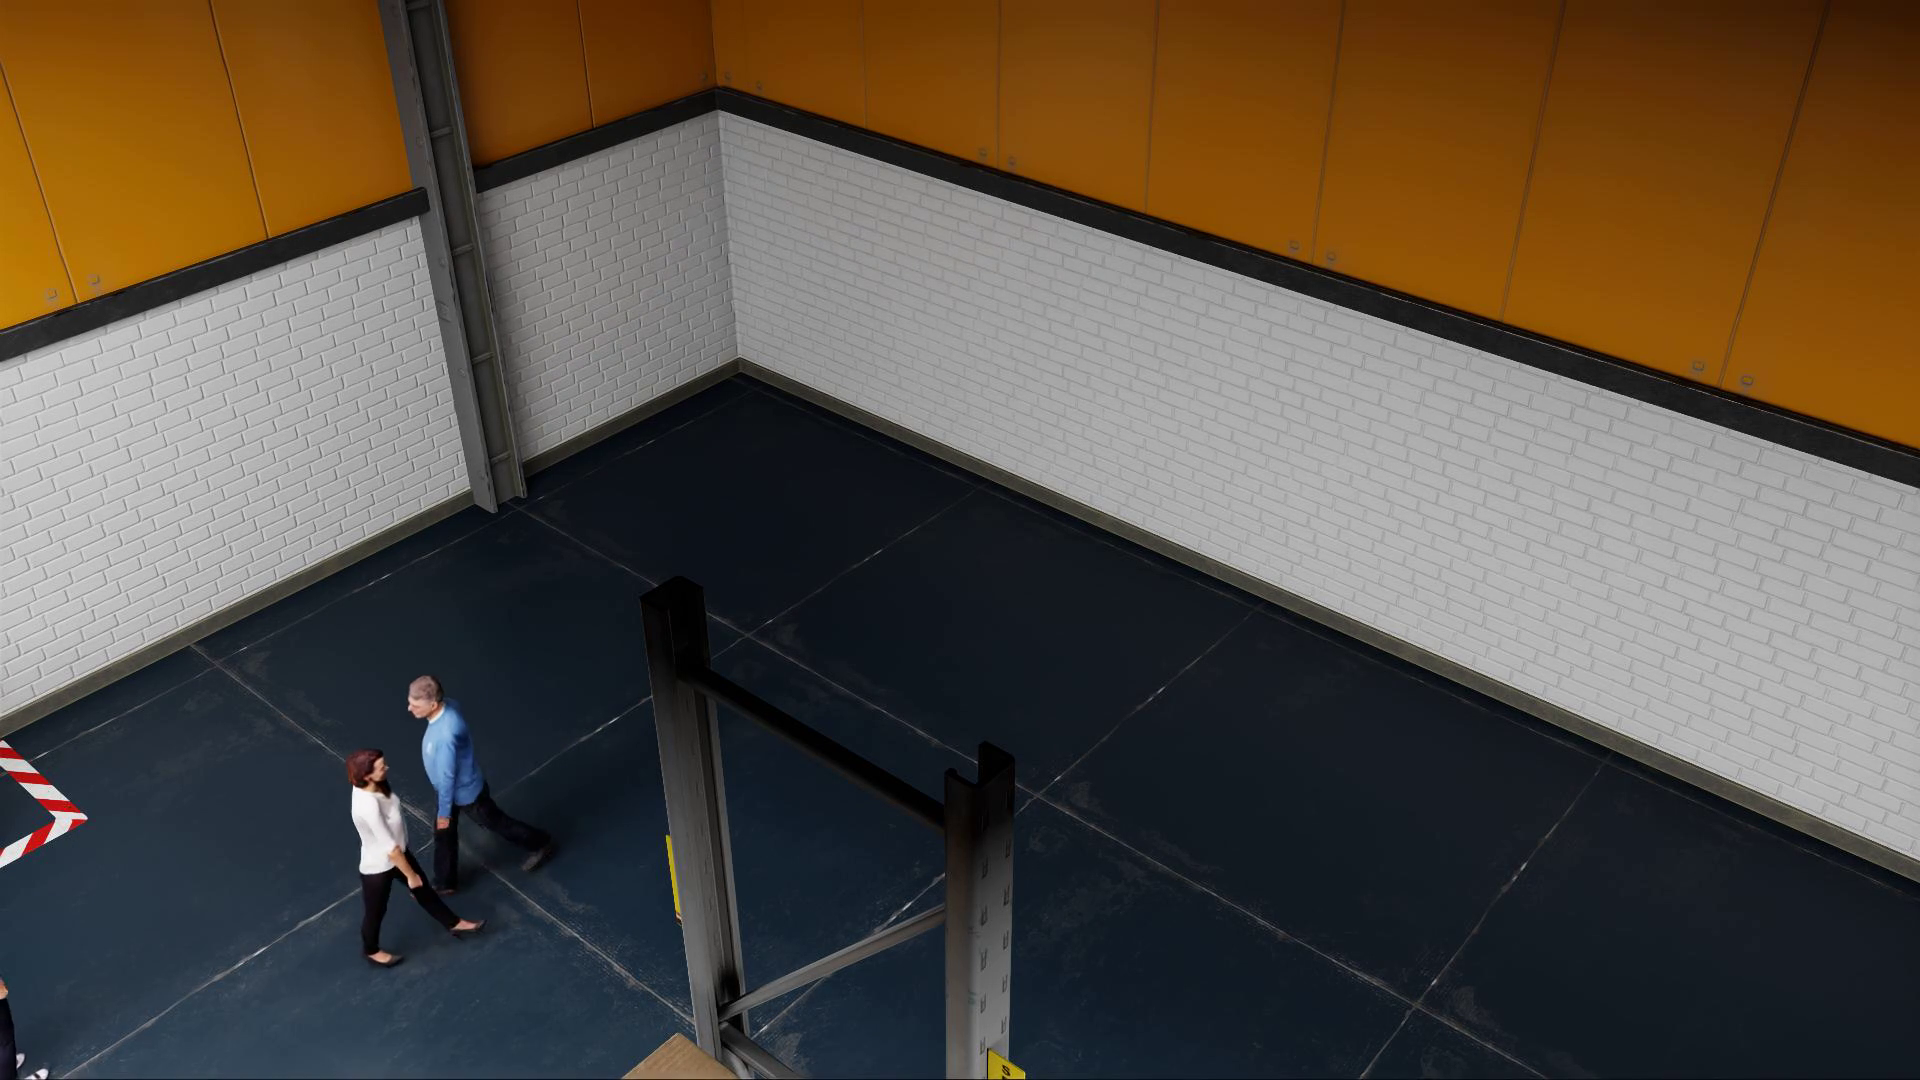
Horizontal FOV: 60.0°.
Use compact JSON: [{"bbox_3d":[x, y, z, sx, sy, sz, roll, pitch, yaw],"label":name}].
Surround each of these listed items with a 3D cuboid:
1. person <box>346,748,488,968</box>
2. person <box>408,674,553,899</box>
[{"bbox_3d":[-3.620,2.008,10.184,1.116,1.757,0.989,-8,34,-11],"label":"person"},{"bbox_3d":[-3.157,1.571,10.834,1.292,1.765,0.952,-19,38,-26],"label":"person"}]
